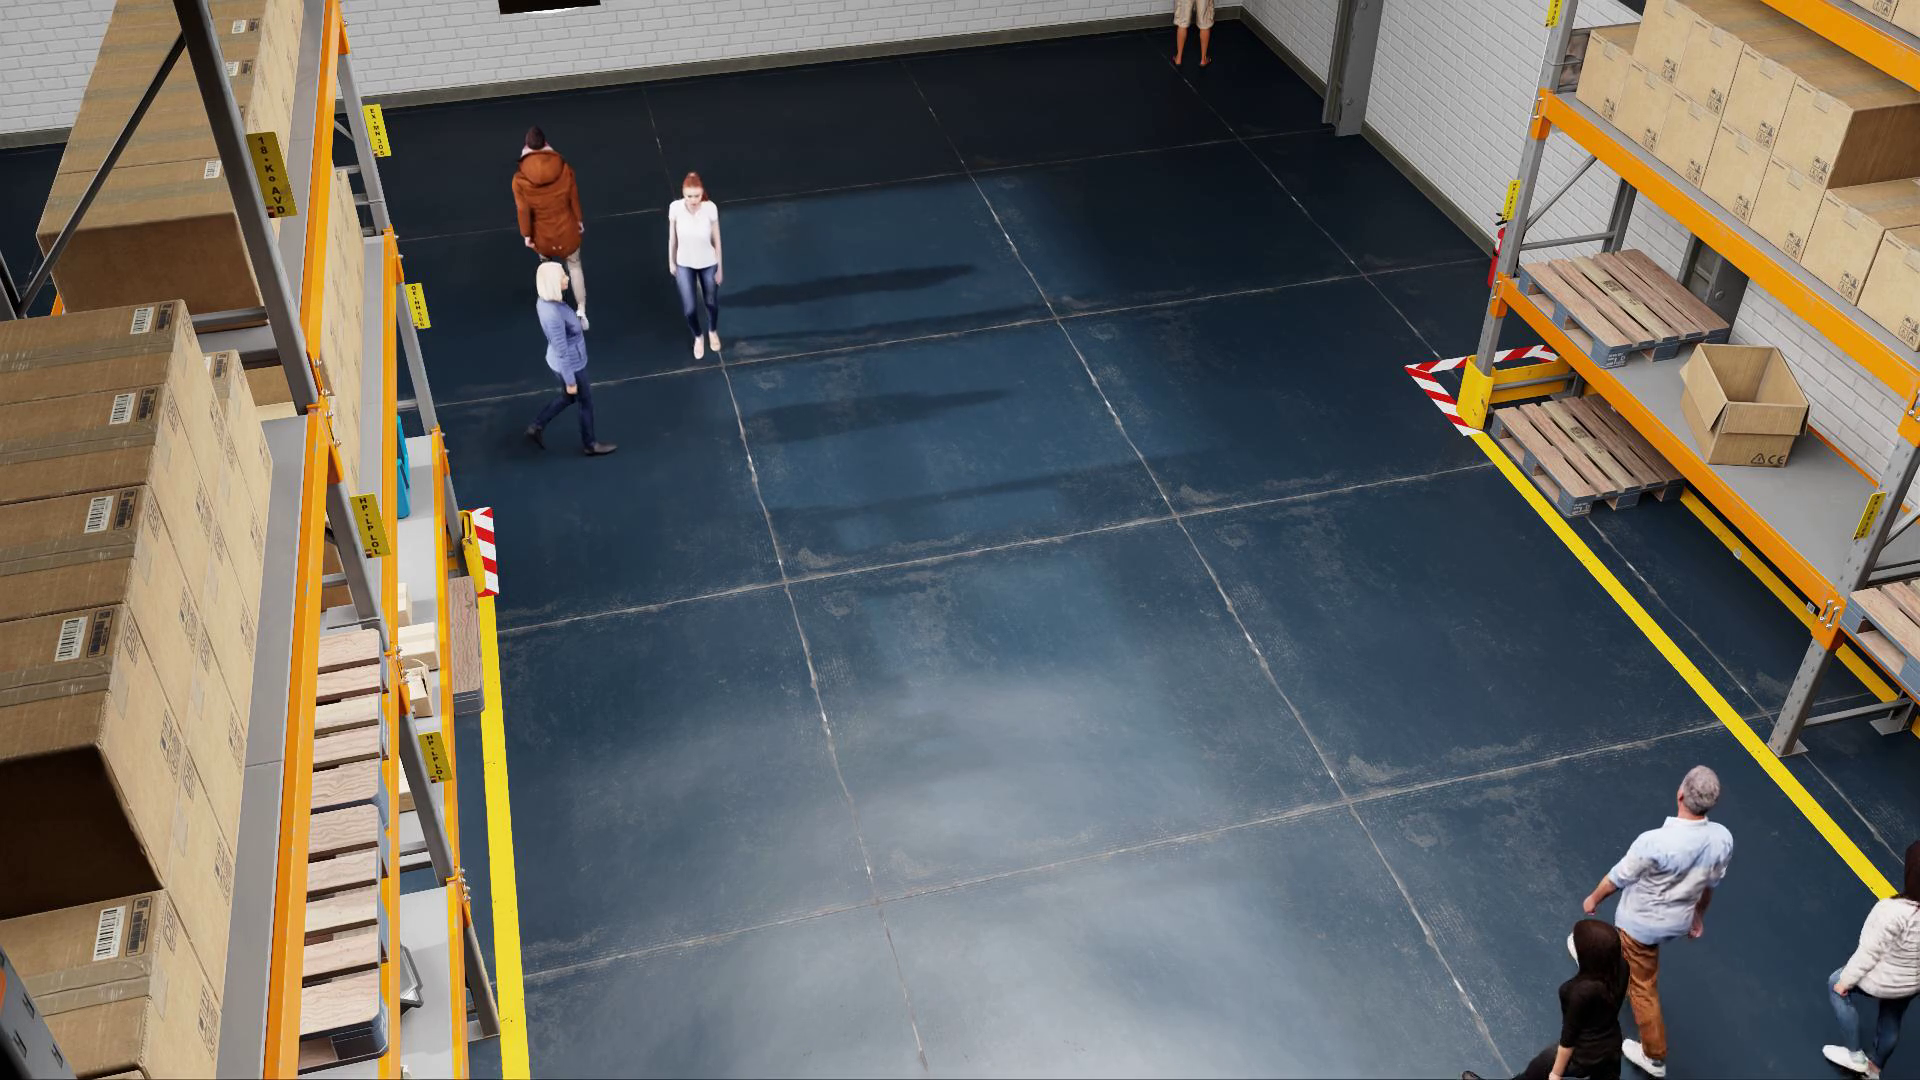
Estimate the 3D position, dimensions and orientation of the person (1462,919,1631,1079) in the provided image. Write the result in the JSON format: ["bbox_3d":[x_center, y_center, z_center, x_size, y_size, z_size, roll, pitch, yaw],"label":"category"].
[{"bbox_3d":[3.058,2.502,7.978,0.889,1.587,1.159,-18,42,-21],"label":"person"}]

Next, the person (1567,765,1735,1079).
[{"bbox_3d":[3.583,1.987,8.475,0.732,1.771,1.171,-12,40,-14],"label":"person"}]

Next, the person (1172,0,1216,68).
[{"bbox_3d":[2.680,-6.278,18.751,0.723,1.864,0.705,6,39,7],"label":"person"}]

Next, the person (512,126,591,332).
[{"bbox_3d":[-3.439,-2.601,14.186,0.756,1.813,1.028,-14,41,-17],"label":"person"}]

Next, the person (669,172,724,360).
[{"bbox_3d":[-2.188,-2.310,13.910,0.654,1.703,0.724,-5,39,-6],"label":"person"}]

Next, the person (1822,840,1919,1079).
[{"bbox_3d":[4.699,2.207,8.325,0.727,1.615,0.611,-5,39,-6],"label":"person"}]

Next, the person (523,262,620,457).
[{"bbox_3d":[-3.075,-1.341,12.677,0.772,1.728,0.893,-13,40,-16],"label":"person"}]
